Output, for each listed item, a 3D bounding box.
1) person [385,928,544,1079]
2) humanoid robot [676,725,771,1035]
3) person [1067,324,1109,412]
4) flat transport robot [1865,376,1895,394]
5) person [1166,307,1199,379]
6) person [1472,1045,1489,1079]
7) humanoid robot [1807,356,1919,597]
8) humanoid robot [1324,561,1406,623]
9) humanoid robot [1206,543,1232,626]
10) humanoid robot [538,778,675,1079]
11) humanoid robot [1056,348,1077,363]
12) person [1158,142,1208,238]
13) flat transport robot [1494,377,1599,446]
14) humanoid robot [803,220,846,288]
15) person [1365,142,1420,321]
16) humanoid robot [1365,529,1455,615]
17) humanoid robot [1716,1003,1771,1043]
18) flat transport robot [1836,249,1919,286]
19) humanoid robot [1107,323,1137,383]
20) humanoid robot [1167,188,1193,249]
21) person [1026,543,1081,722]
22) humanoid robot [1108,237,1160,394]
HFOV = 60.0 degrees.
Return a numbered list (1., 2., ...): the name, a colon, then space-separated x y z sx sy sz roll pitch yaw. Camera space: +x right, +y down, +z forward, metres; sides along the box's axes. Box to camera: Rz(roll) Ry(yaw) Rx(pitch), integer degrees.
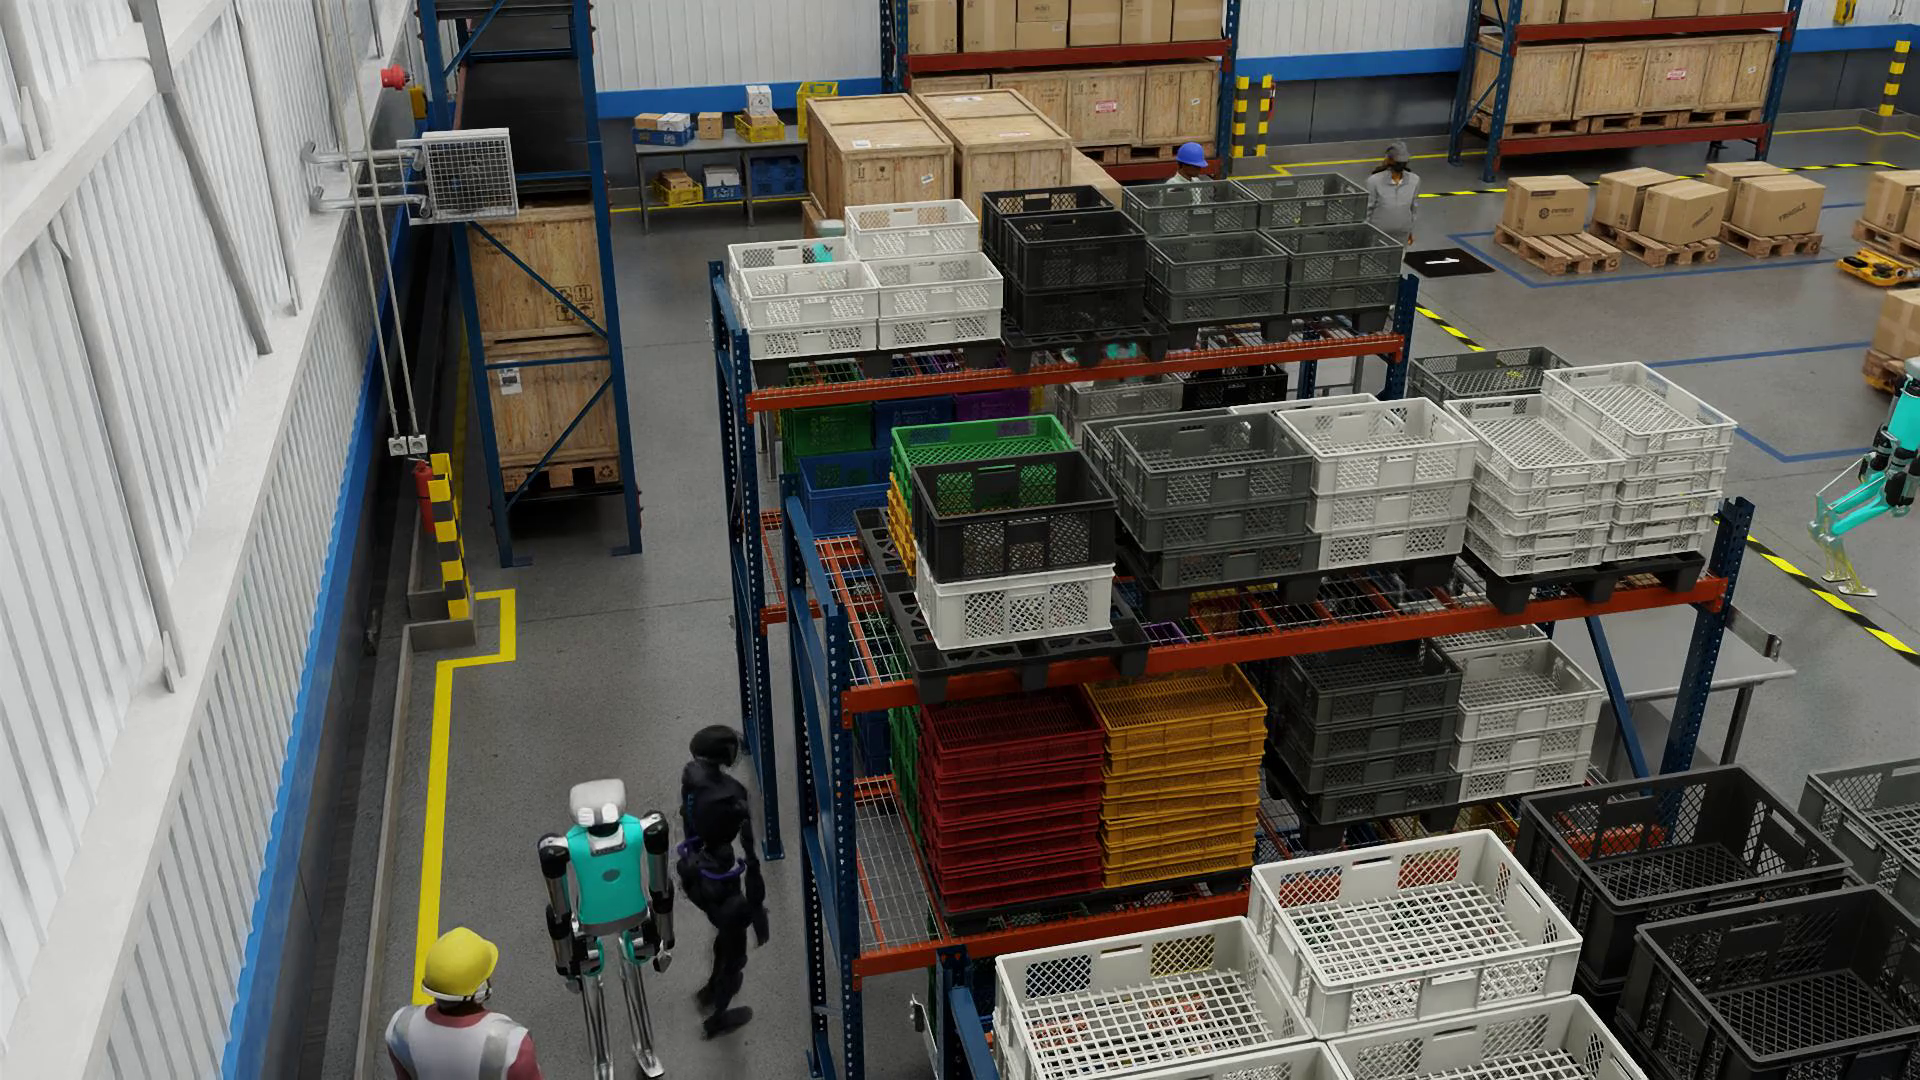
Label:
1. person: -1.756 2.192 6.208 0.586 1.834 0.404 7 28 12
2. humanoid robot: -1.078 1.548 7.594 0.353 1.642 0.596 -22 35 -35
3. person: 0.871 -0.599 11.470 0.378 1.879 0.581 -11 30 -20
4. flat transport robot: 8.599 -1.221 14.334 0.652 0.197 1.431 -6 28 -12
5. person: 1.673 -1.327 12.677 0.408 2.036 0.604 14 31 24
6. person: 1.823 2.278 5.905 0.367 1.964 0.607 -8 29 -16
7. humanoid robot: 6.050 -0.423 11.126 0.735 1.681 0.533 -1 28 -2
8. humanoid robot: 2.503 0.171 10.207 0.612 1.656 0.353 -15 31 -26
9. humanoid robot: 1.789 -0.142 10.795 0.363 1.644 0.600 6 28 11
10. humanoid robot: -1.539 1.641 7.245 0.530 1.687 0.731 -10 30 -19
11. humanoid robot: 1.042 -0.631 11.749 0.803 1.844 0.530 -6 28 -12
12. person: 2.046 -2.729 15.438 0.411 1.939 0.602 20 34 33
13. flat transport robot: 4.780 -1.036 14.013 0.659 0.231 1.431 -6 28 -12
14. humanoid robot: -0.927 -1.661 13.616 0.597 1.763 0.884 -5 28 -10
15. person: 4.121 -2.968 16.066 0.572 1.768 0.399 -4 28 -8
16. humanoid robot: 2.708 0.262 10.042 0.589 1.652 0.331 -1 28 -3
17. humanoid robot: 2.767 2.285 6.223 0.589 1.641 0.619 0 28 1
18. flat transport robot: 10.121 -2.937 17.589 1.431 0.197 0.652 -6 28 -12
19. humanoid robot: 0.918 -0.996 12.455 0.822 1.823 0.533 2 28 4
20. humanoid robot: 1.960 -2.387 15.062 0.362 1.655 0.612 -11 30 -20
21. person: 0.434 0.779 8.881 0.633 1.842 0.429 4 28 7
22. humanoid robot: 1.521 -1.604 13.548 0.553 1.785 0.943 -9 29 -17
